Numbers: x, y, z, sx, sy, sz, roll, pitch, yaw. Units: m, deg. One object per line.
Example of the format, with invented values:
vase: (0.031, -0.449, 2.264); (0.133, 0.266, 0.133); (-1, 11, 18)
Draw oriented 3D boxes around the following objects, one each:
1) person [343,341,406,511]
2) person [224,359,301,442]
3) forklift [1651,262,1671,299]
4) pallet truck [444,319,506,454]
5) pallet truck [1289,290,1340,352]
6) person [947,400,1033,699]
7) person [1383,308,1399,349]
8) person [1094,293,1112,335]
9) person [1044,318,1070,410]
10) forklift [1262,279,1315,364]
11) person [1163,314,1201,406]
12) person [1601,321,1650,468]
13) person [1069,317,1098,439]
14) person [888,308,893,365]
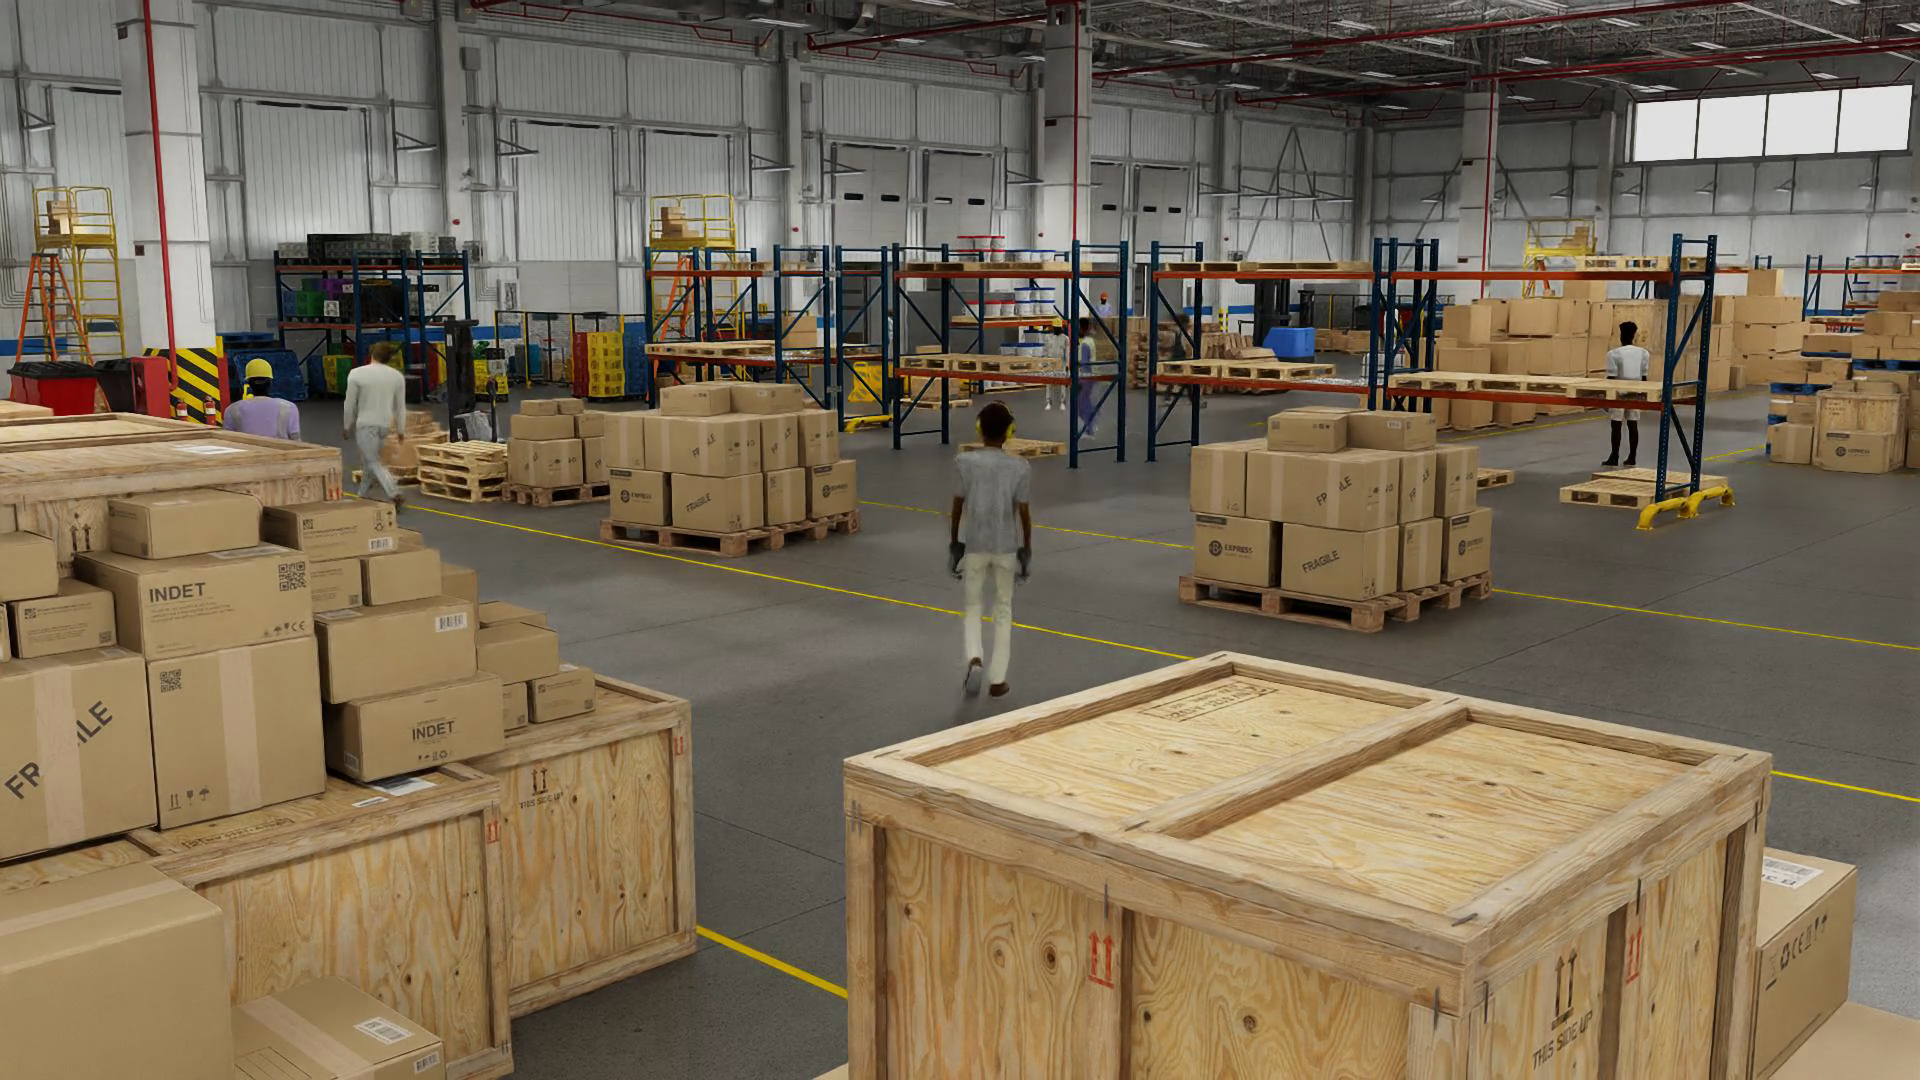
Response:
person: (-6.359, -1.226, 18.122); (0.891, 1.883, 0.631); (7, 12, 37)
person: (-5.763, -0.540, 13.809); (0.585, 1.918, 0.394); (-2, 10, -14)
forklift: (19.014, -6.150, 45.251); (1.873, 2.768, 1.129); (3, 10, 15)
pallet truck: (-6.981, -1.942, 22.150); (1.885, 1.965, 0.823); (1, 9, 9)
pallet truck: (11.297, -6.951, 52.861); (1.885, 1.965, 0.823); (-5, 11, -29)
person: (0.183, 0.078, 10.182); (0.542, 1.859, 0.469); (1, 9, 7)
person: (11.754, -5.690, 45.485); (0.356, 1.882, 0.574); (-3, 10, -16)
person: (4.416, -6.663, 51.318); (0.543, 1.929, 0.384); (0, 9, -1)
person: (1.823, -3.319, 31.407); (0.486, 1.738, 0.321); (2, 9, 11)
forklift: (8.555, -6.090, 44.881); (1.873, 2.768, 1.129); (9, 13, 43)
person: (4.281, -3.472, 32.158); (0.957, 1.801, 0.525); (-7, 12, -38)
person: (8.862, -1.932, 22.187); (0.607, 1.966, 0.367); (-2, 9, -10)
person: (1.929, -2.517, 25.953); (0.463, 1.901, 0.636); (1, 9, 4)
person: (-1.848, -5.293, 43.824); (0.314, 1.634, 0.516); (3, 10, 16)
